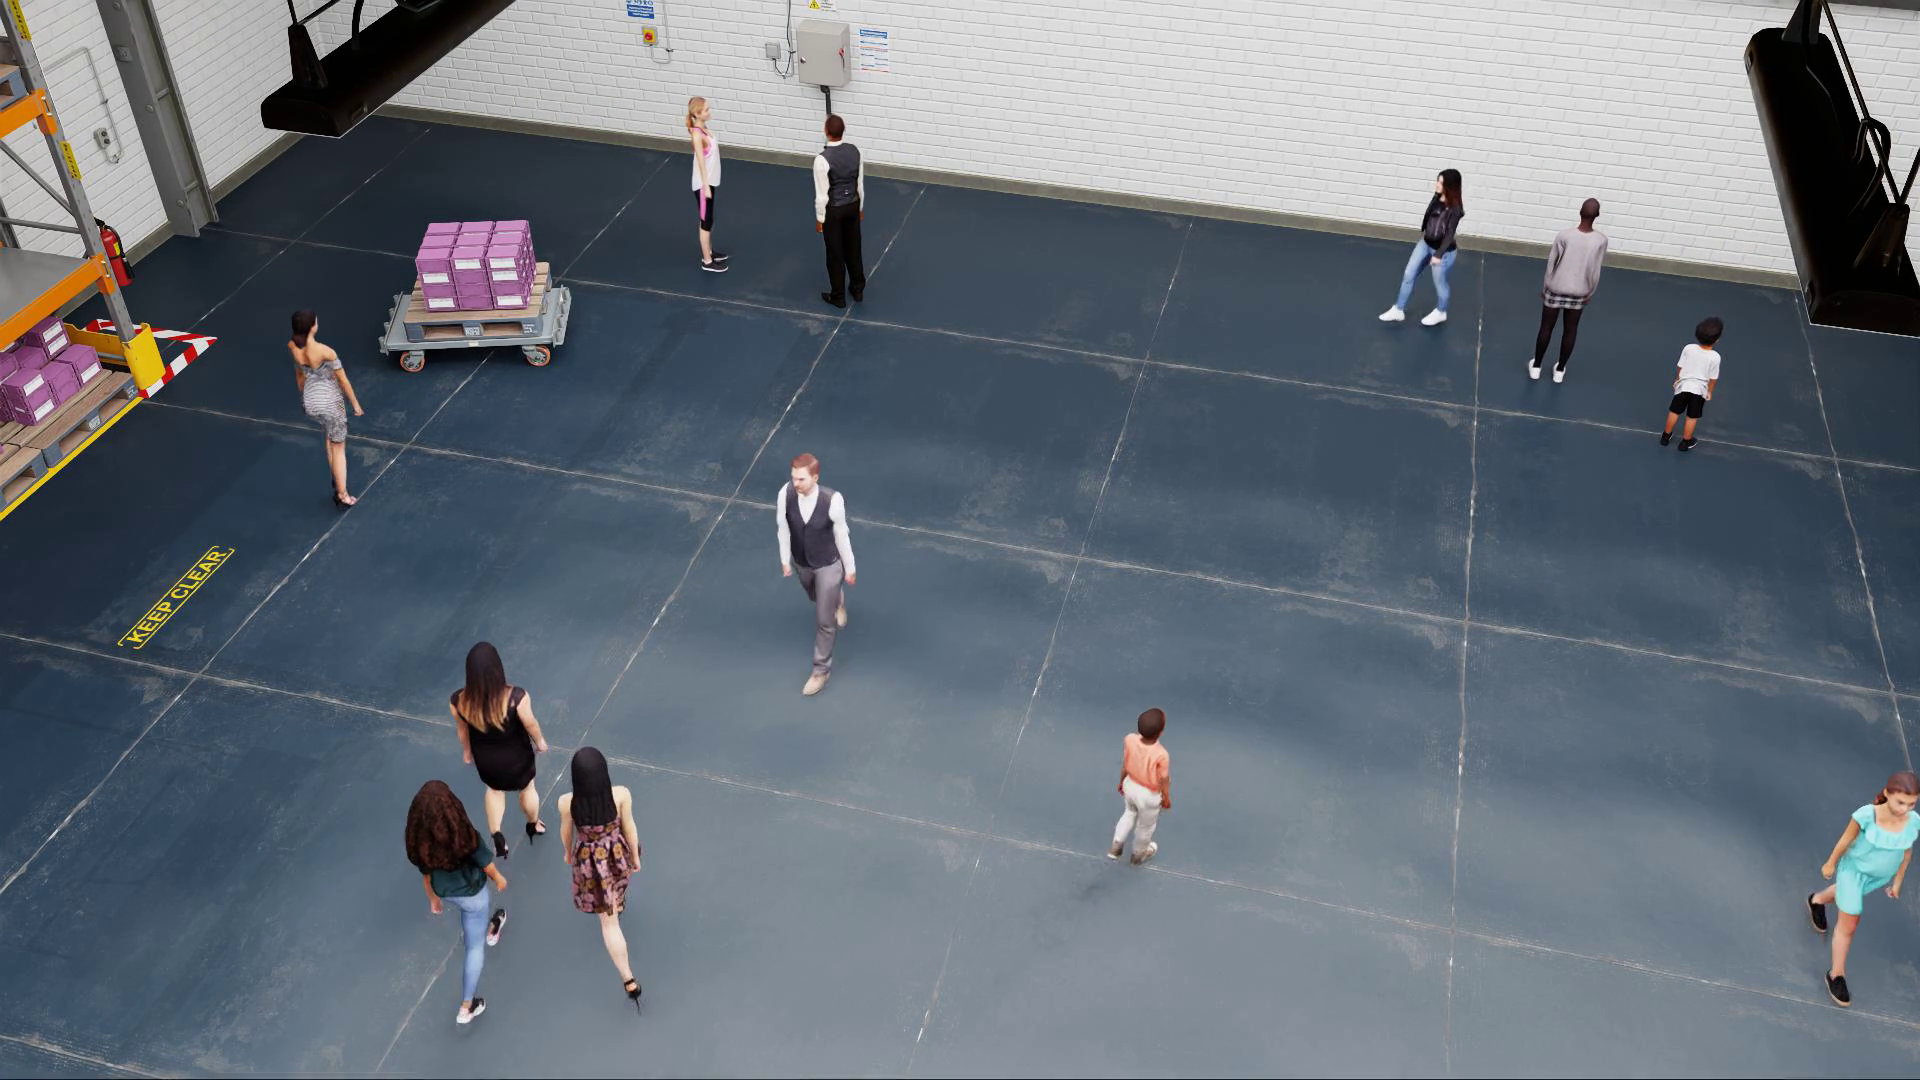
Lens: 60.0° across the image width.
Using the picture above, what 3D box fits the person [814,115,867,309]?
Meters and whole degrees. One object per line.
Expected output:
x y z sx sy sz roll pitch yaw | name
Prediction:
-1.132 -3.117 15.772 0.750 1.919 0.836 -24 45 -27 | person

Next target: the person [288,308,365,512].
-5.087 -0.984 13.190 0.645 1.808 0.638 14 41 16 | person

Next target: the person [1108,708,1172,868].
1.107 1.590 10.372 0.620 1.302 0.695 31 48 33 | person

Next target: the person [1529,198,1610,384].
5.395 -2.211 14.757 0.612 1.770 0.535 7 39 9 | person

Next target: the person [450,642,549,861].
-2.845 1.359 10.334 0.732 1.711 0.773 1 39 1 | person

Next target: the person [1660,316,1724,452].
6.201 -1.321 14.050 0.562 1.261 0.597 27 46 29 | person

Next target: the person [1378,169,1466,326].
4.527 -2.714 15.514 0.966 1.611 0.960 -12 40 -14 | person

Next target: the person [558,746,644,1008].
-2.040 1.937 9.597 1.023 1.728 1.230 -12 40 -14 | person

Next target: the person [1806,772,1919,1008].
5.318 1.901 9.810 0.674 1.519 1.079 4 39 5 | person

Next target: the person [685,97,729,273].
-2.522 -3.510 16.370 0.723 1.787 0.558 -1 39 -2 | person

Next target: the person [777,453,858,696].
-0.966 0.092 11.772 0.761 1.896 1.214 11 40 14 | person

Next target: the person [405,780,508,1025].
-2.871 2.072 9.546 0.660 1.581 1.110 6 39 8 | person
